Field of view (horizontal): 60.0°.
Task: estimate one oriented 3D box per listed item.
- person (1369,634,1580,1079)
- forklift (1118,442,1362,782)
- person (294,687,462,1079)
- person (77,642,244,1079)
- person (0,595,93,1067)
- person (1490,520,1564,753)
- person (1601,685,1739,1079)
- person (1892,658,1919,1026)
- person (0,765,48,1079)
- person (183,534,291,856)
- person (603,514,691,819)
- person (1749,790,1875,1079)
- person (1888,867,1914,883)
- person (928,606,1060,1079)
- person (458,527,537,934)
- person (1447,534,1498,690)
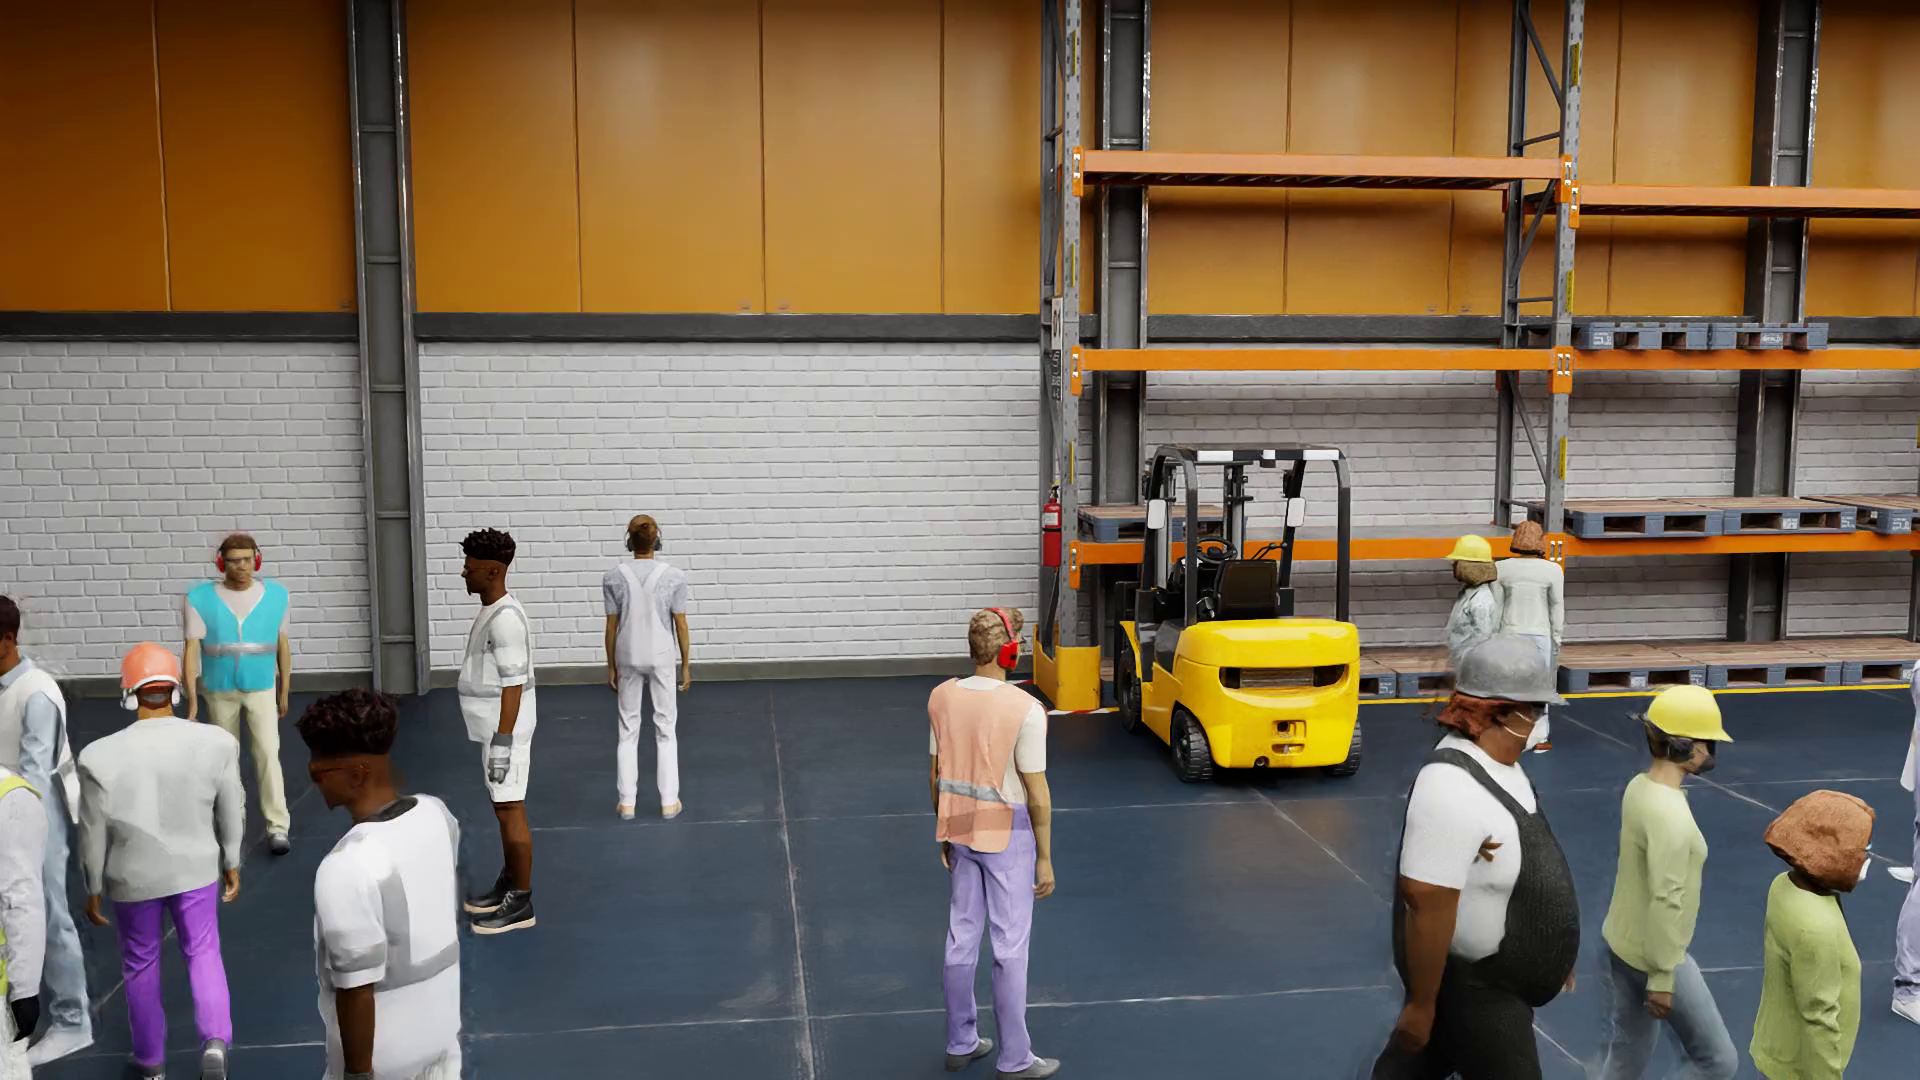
[{"bbox_3d":[1.597,1.236,5.001,1.036,2.000,0.689,3,7,21],"label":"person"},{"bbox_3d":[1.912,0.418,11.496,1.214,2.155,2.313,-1,7,-8],"label":"forklift"},{"bbox_3d":[-1.477,1.346,4.543,0.863,1.930,0.598,2,7,13],"label":"person"},{"bbox_3d":[-3.002,1.244,6.282,0.578,1.728,0.698,-5,8,-37],"label":"person"},{"bbox_3d":[-3.724,1.147,6.412,0.608,1.890,0.722,4,8,34],"label":"person"},{"bbox_3d":[3.965,0.677,11.663,0.499,1.633,0.286,3,7,22],"label":"person"},{"bbox_3d":[2.293,1.333,5.390,0.465,1.747,0.544,1,7,9],"label":"person"},{"bbox_3d":[4.160,1.079,6.946,0.593,1.911,0.383,-3,7,-28],"label":"person"},{"bbox_3d":[-3.065,1.339,5.021,0.638,1.832,0.429,1,7,6],"label":"person"},{"bbox_3d":[-4.021,0.867,9.309,0.584,1.790,0.981,-4,7,-29],"label":"person"},{"bbox_3d":[-1.885,0.762,10.037,0.508,1.839,0.337,-1,7,-5],"label":"person"},{"bbox_3d":[2.332,1.485,4.580,0.279,1.633,0.498,2,7,16],"label":"person"},{"bbox_3d":[5.268,1.019,8.388,0.904,1.697,0.489,5,8,36],"label":"person"},{"bbox_3d":[0.113,1.174,6.399,0.565,1.842,0.390,5,8,40],"label":"person"},{"bbox_3d":[-2.255,0.916,8.118,0.367,1.967,0.603,-2,7,-20],"label":"person"},{"bbox_3d":[2.994,0.834,9.804,0.289,1.745,0.485,1,7,8],"label":"person"}]
